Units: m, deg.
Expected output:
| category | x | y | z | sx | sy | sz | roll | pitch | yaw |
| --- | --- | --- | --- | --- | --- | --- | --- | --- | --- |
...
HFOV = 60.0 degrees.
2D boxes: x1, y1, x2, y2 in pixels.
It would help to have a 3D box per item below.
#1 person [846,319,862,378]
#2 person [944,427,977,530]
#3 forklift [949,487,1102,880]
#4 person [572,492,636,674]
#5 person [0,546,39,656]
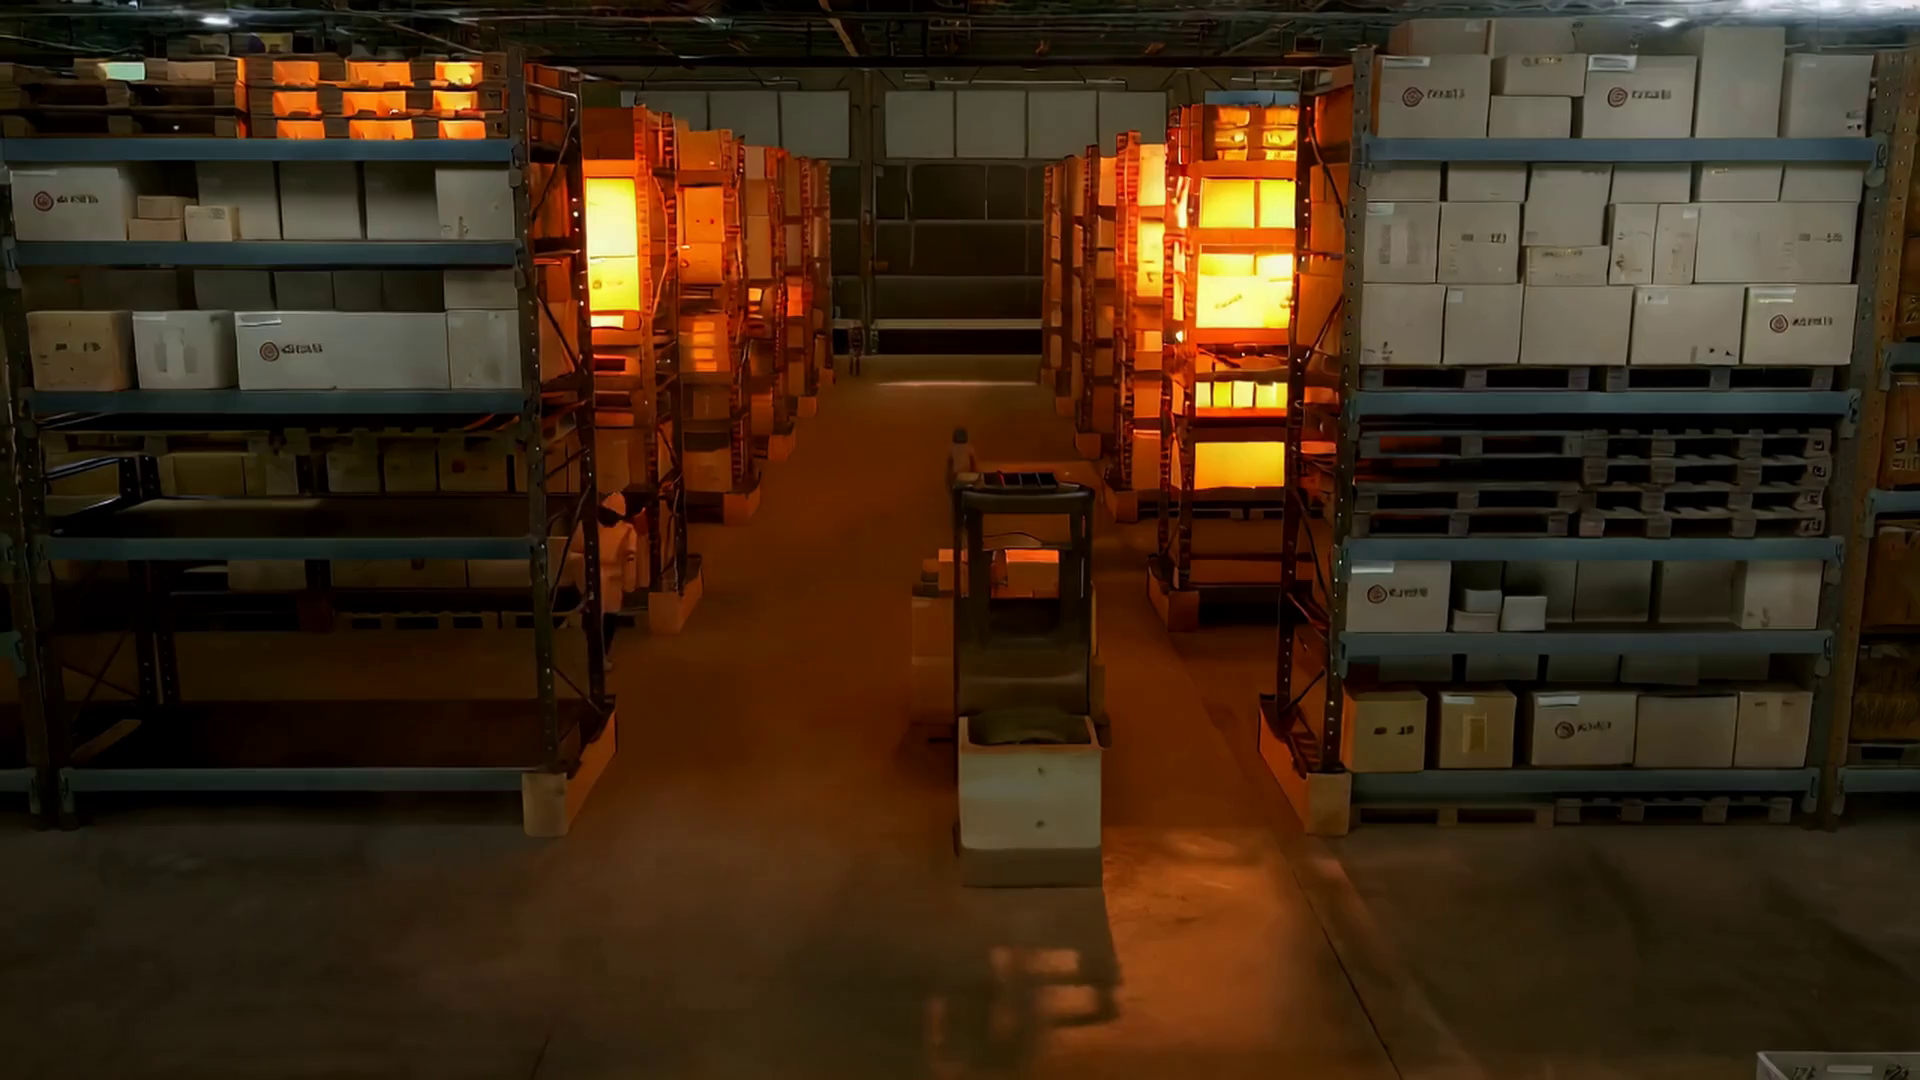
| category | x | y | z | sx | sy | sz | roll | pitch | yaw |
| --- | --- | --- | --- | --- | --- | --- | --- | --- | --- |
| person | -3.076 | -5.531 | 48.055 | 0.531 | 1.697 | 0.322 | 10 | 15 | 40 |
| person | 0.021 | -0.921 | 25.399 | 0.512 | 1.612 | 0.604 | 1 | 11 | 5 |
| forklift | 0.495 | 0.986 | 12.813 | 1.129 | 2.768 | 1.873 | 0 | 11 | -2 |
| person | -3.762 | 0.457 | 17.635 | 0.653 | 1.996 | 0.641 | -5 | 12 | -22 |
| person | -10.479 | 0.494 | 18.325 | 0.845 | 1.632 | 0.543 | -3 | 12 | -16 |
